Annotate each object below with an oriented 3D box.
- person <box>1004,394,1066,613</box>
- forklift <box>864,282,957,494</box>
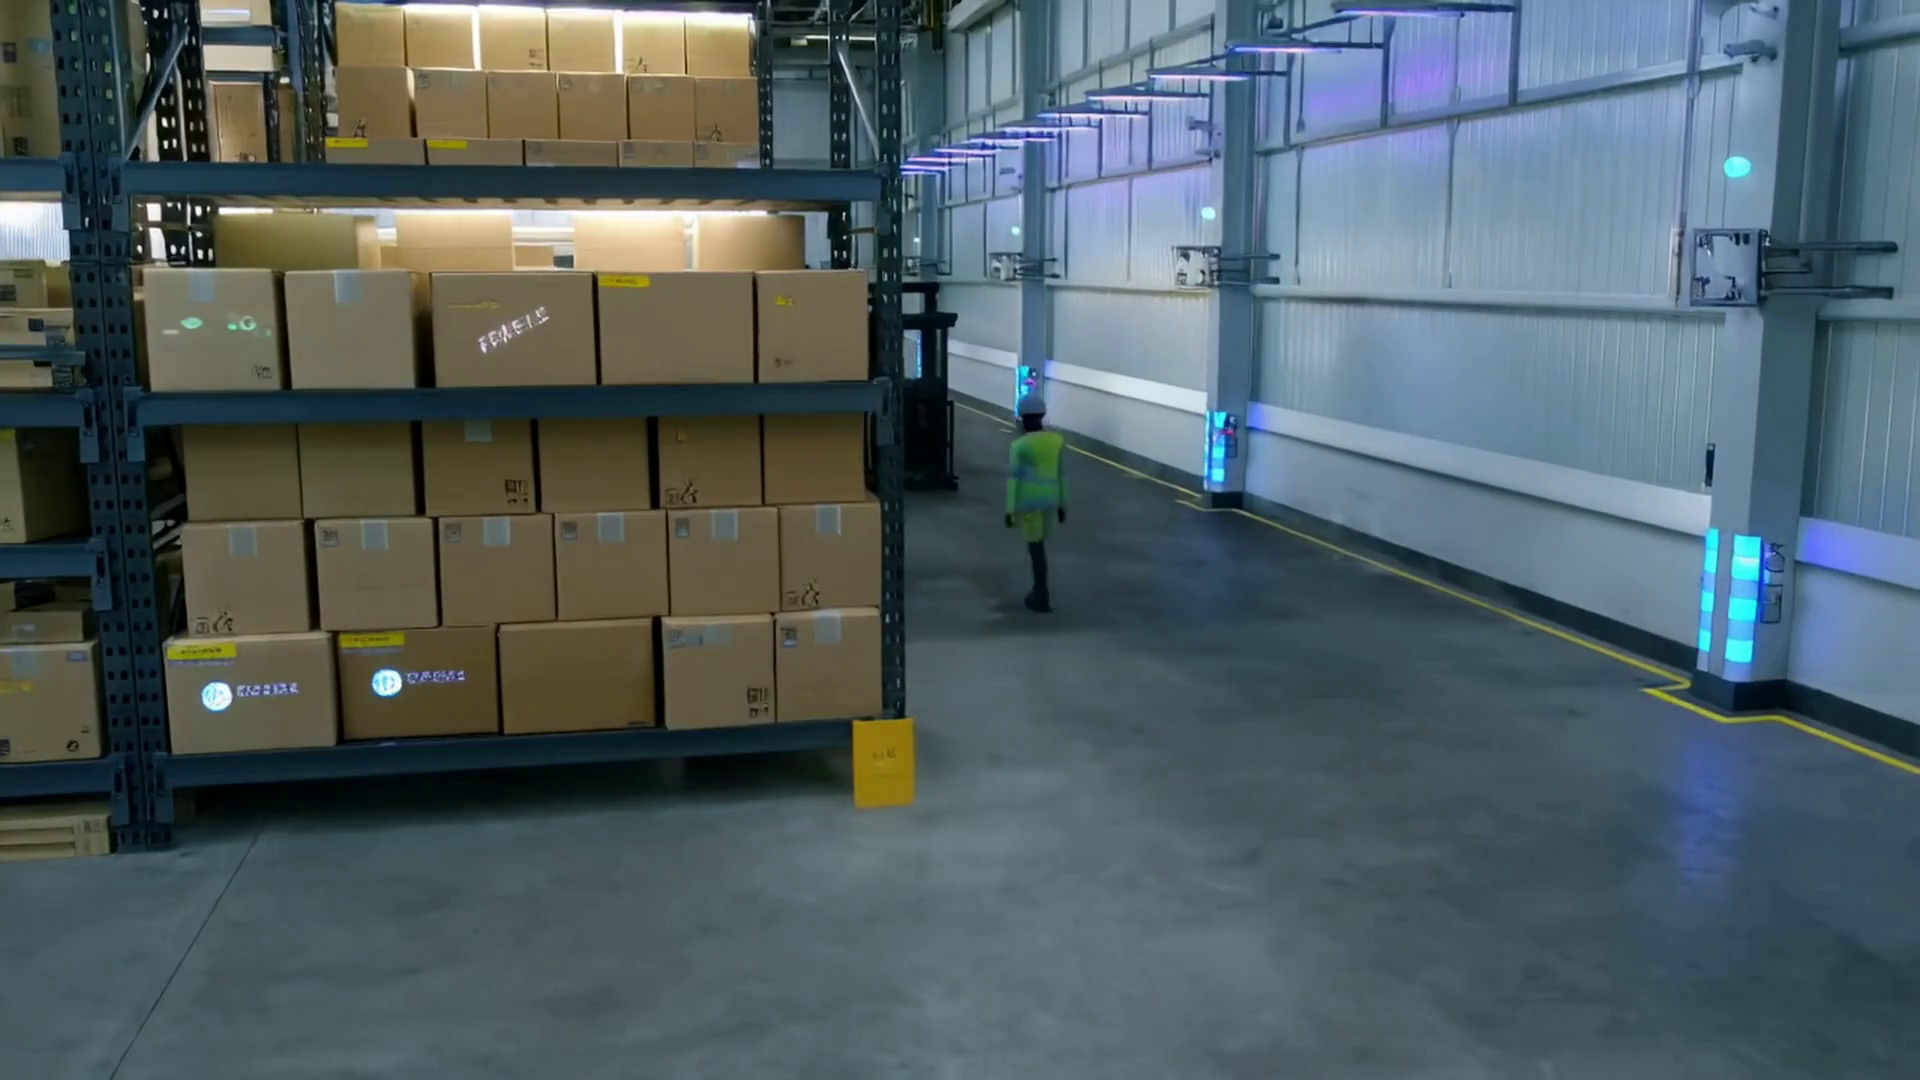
[{"bbox_3d":[0.629,-0.329,14.724,0.565,1.913,0.670,-6,11,-32],"label":"person"},{"bbox_3d":[-0.779,-2.132,22.794,1.129,2.768,1.873,-2,10,-12],"label":"forklift"}]
